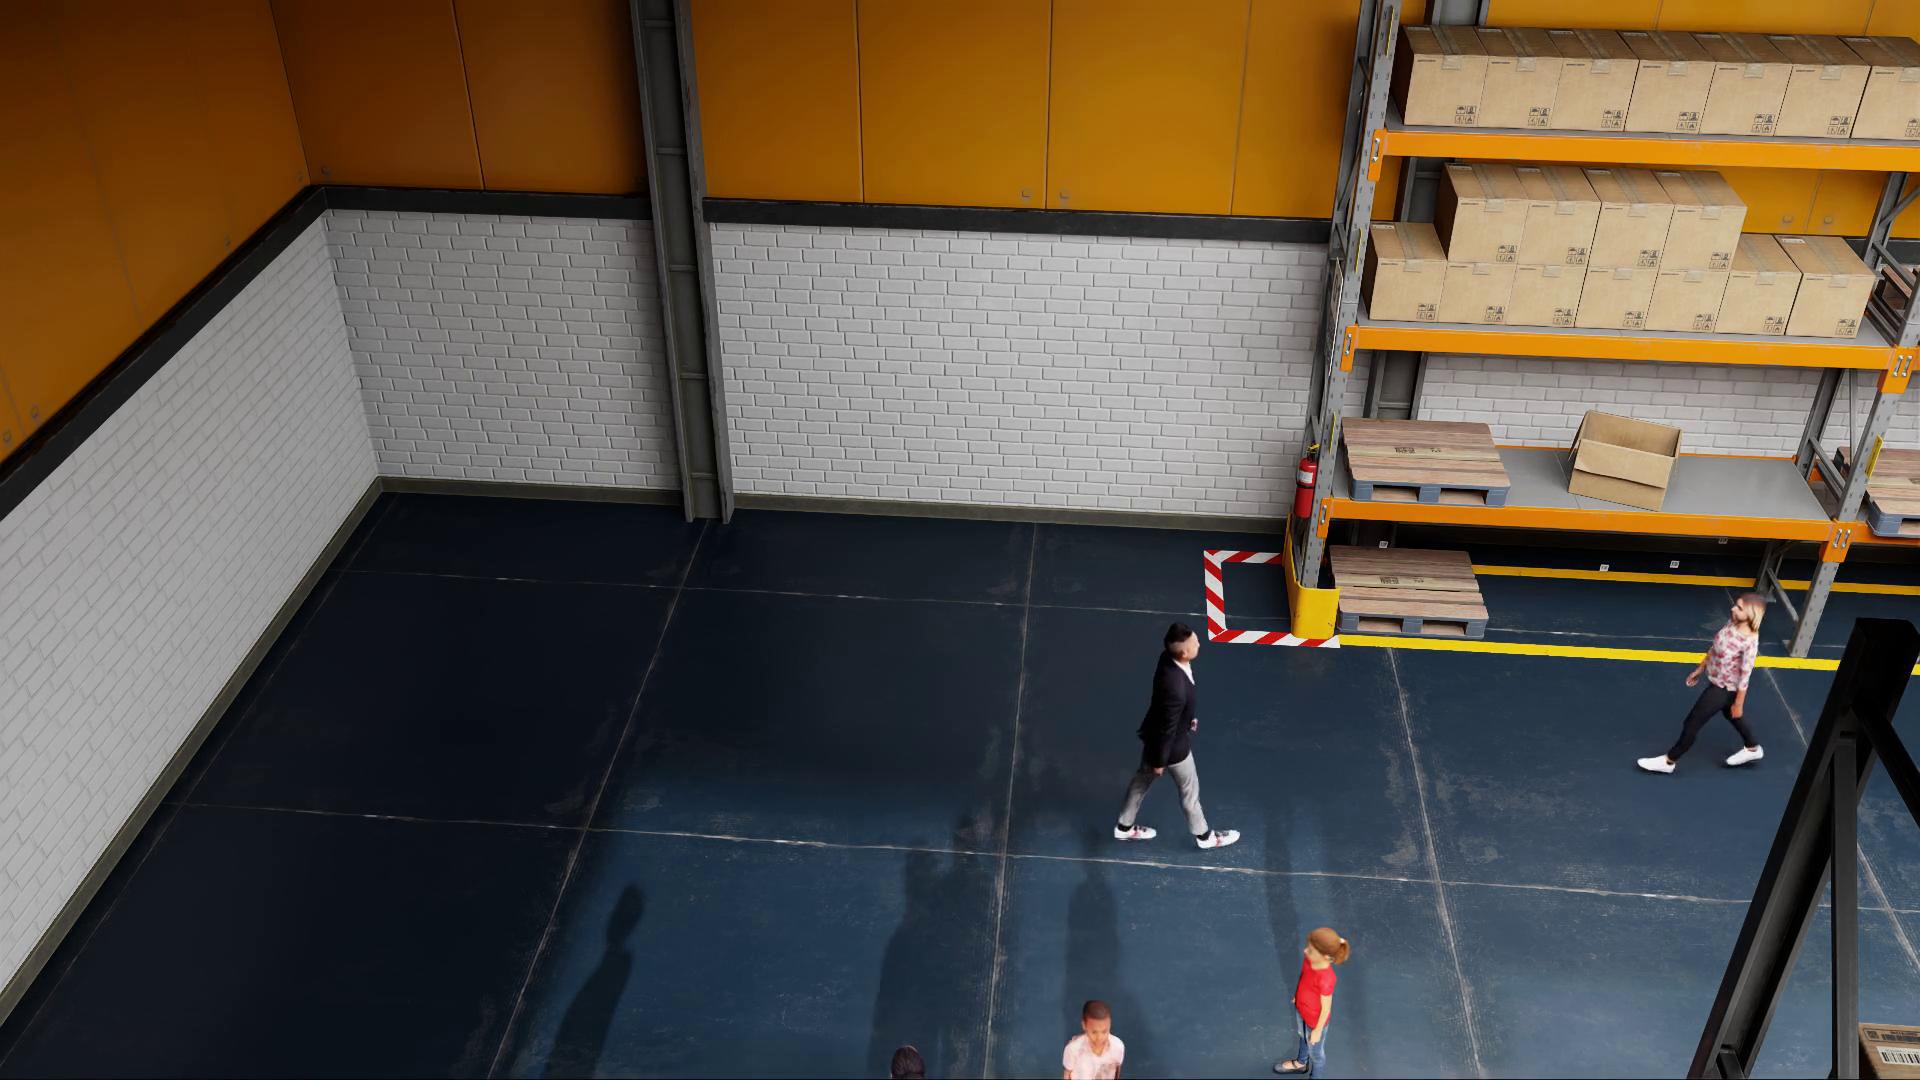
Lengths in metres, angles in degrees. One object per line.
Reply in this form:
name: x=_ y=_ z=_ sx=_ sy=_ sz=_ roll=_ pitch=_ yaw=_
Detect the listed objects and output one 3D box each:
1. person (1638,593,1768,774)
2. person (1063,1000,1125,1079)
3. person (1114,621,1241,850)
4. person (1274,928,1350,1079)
person: x=5.588 y=1.054 z=11.970 sx=1.136 sy=1.593 sz=0.582 roll=4 pitch=34 yaw=5
person: x=0.707 y=3.014 z=9.292 sx=0.865 sy=1.293 sz=0.593 roll=1 pitch=34 yaw=1
person: x=1.308 y=1.330 z=11.262 sx=1.128 sy=1.917 sz=0.798 roll=-2 pitch=34 yaw=-2
person: x=2.062 y=2.740 z=9.689 sx=0.542 sy=1.310 sz=0.528 roll=-6 pitch=34 yaw=-9
